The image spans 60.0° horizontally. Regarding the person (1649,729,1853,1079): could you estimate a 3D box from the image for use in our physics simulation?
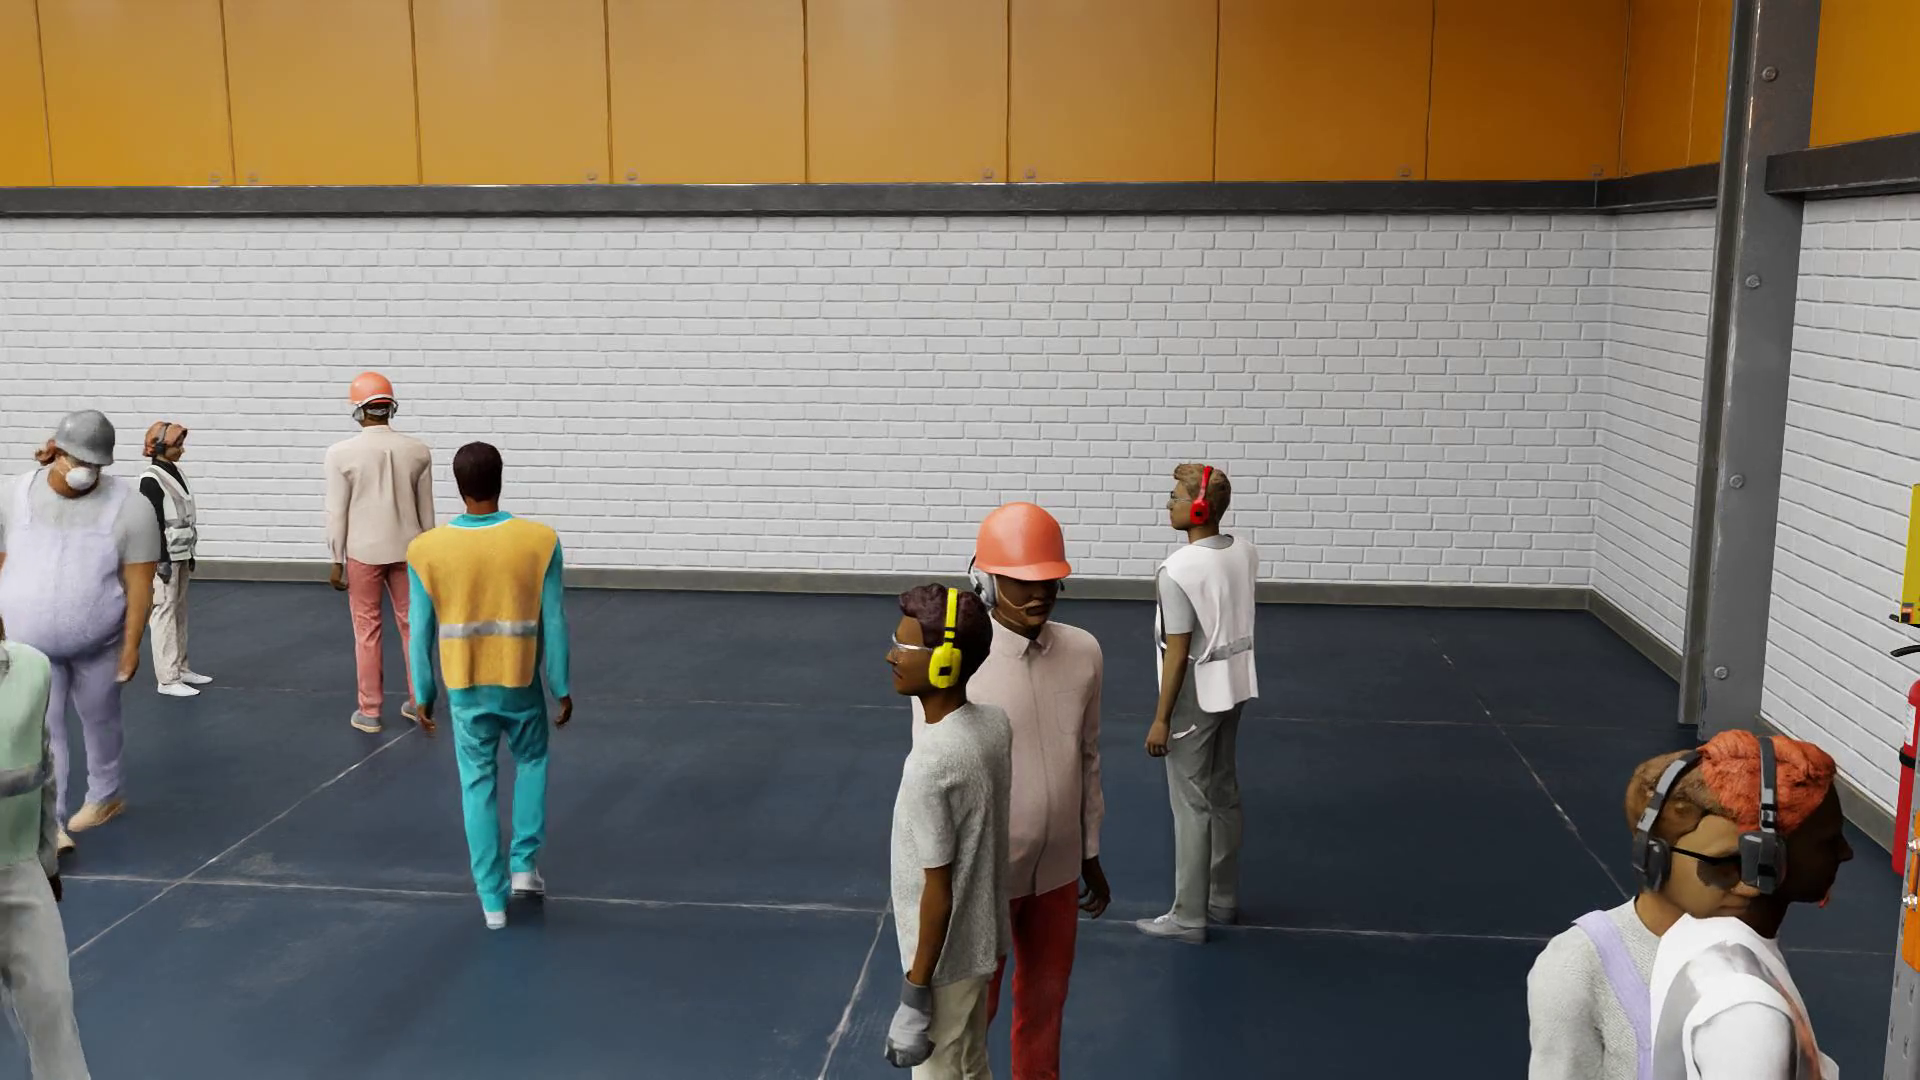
[{"bbox_3d":[1.257,1.236,2.788,0.362,1.883,0.575,2,10,13],"label":"person"}]

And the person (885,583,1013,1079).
[{"bbox_3d":[-0.045,1.022,4.036,0.321,1.876,0.532,3,10,19],"label":"person"}]

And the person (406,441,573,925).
[{"bbox_3d":[-1.861,0.558,6.605,0.616,1.900,0.526,-2,10,-12],"label":"person"}]

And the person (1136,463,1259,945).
[{"bbox_3d":[0.933,0.626,6.374,0.386,1.849,0.567,8,13,39],"label":"person"}]

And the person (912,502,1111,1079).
[{"bbox_3d":[0.150,0.881,4.498,0.622,1.994,0.381,-7,12,-34],"label":"person"}]

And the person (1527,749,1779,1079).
[{"bbox_3d":[1.178,1.246,2.840,0.513,1.843,0.335,-5,11,-24],"label":"person"}]

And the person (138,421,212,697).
[{"bbox_3d":[-4.716,0.109,9.940,0.308,1.640,0.511,-2,10,-10],"label":"person"}]

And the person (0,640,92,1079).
[{"bbox_3d":[-2.746,0.928,4.604,0.953,1.872,0.600,6,12,33],"label":"person"}]

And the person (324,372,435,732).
[{"bbox_3d":[-3.203,0.065,9.215,0.608,1.986,0.399,-9,14,-43],"label":"person"}]

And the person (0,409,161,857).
[{"bbox_3d":[-3.908,0.370,7.294,0.758,2.000,0.959,-3,10,-18],"label":"person"}]
